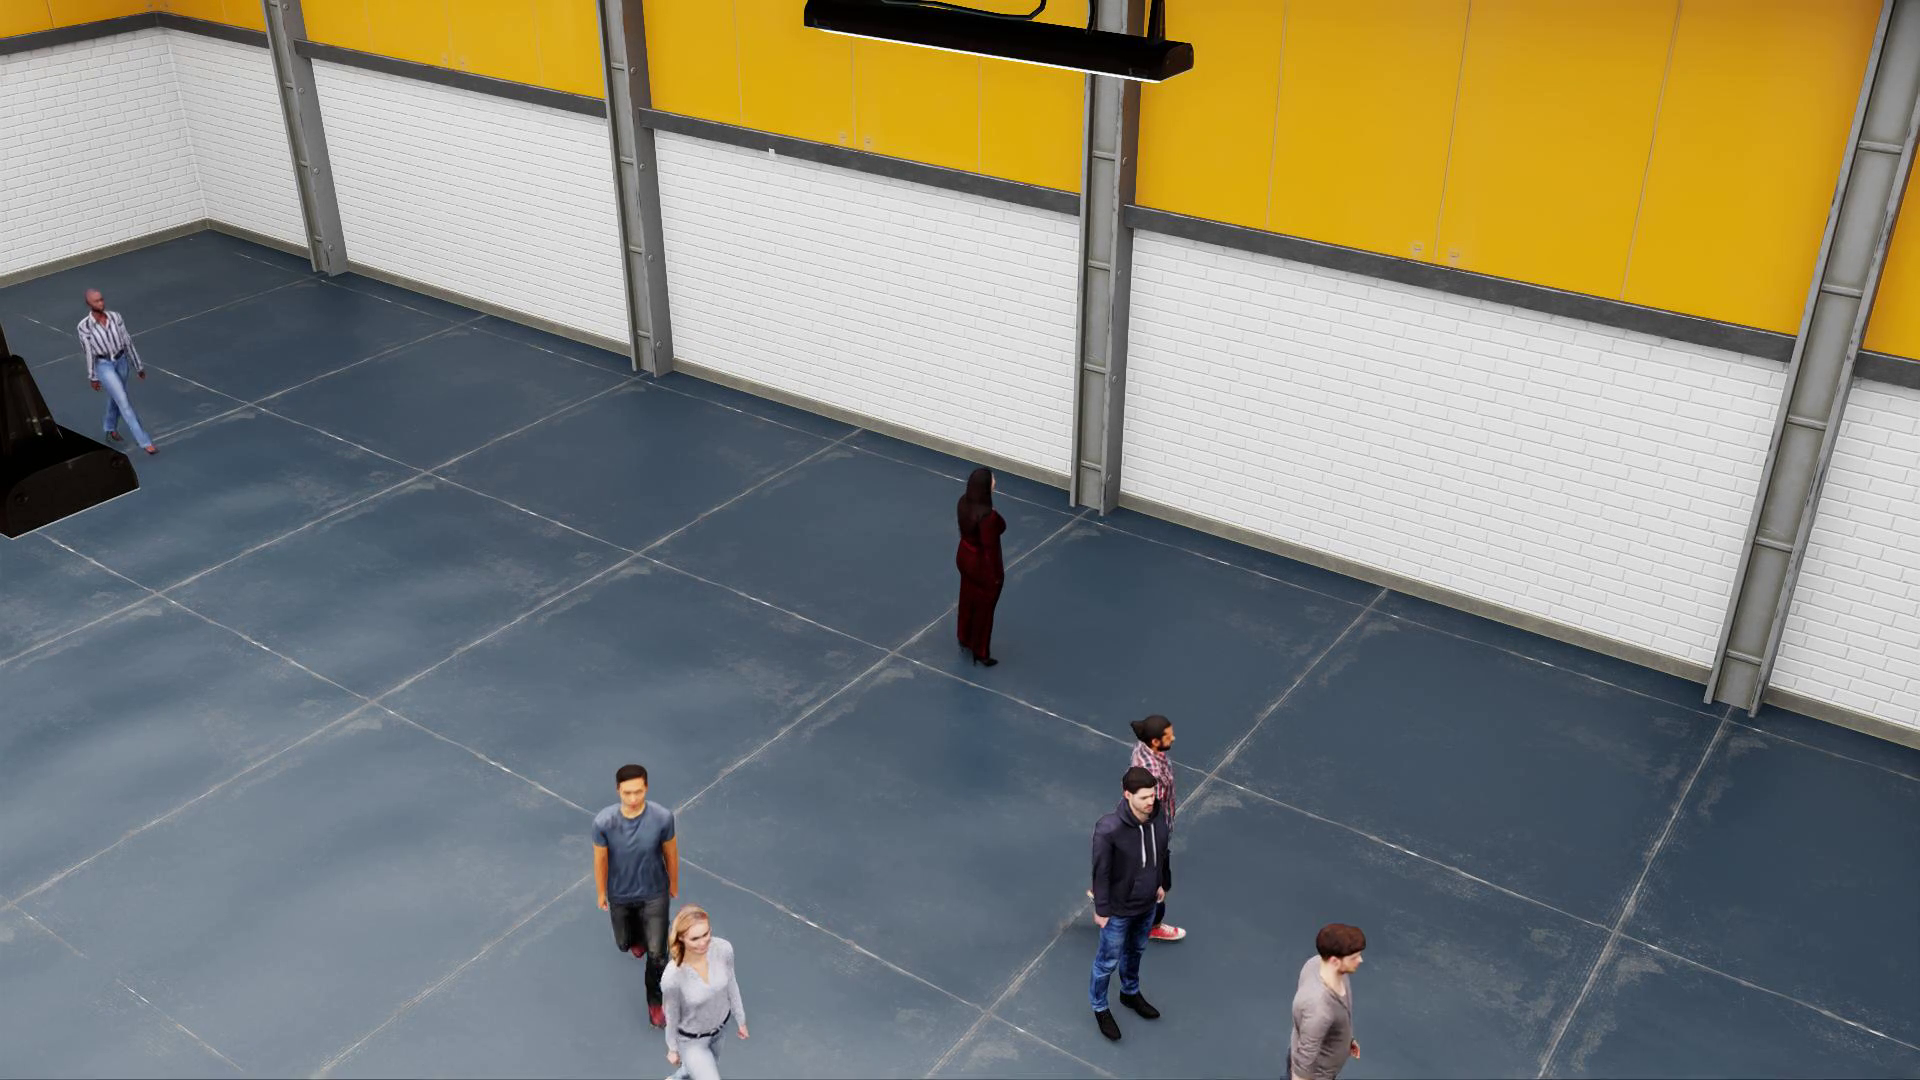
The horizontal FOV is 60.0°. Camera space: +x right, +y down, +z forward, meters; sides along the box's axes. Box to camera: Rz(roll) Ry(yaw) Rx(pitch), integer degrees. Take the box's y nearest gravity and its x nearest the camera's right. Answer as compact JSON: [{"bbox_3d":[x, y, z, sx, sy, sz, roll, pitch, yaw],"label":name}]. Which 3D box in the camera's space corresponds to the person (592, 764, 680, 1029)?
[{"bbox_3d":[-1.966,2.074,10.127,1.031,1.789,1.076,-4,29,-8],"label":"person"}]

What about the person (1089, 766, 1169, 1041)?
[{"bbox_3d":[1.001,2.121,9.931,0.742,1.894,0.696,-19,34,-30],"label":"person"}]

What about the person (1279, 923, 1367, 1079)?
[{"bbox_3d":[1.774,2.763,8.791,1.309,1.858,0.981,7,29,13],"label":"person"}]

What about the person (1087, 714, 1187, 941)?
[{"bbox_3d":[1.143,1.841,10.596,1.051,1.749,0.964,0,29,0],"label":"person"}]

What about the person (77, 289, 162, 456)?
[{"bbox_3d":[-8.792,-1.737,17.167,1.194,1.738,0.721,16,32,27],"label":"person"}]

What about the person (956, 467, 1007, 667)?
[{"bbox_3d":[0.149,0.208,13.582,0.826,1.756,0.710,-14,32,-24],"label":"person"}]

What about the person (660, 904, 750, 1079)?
[{"bbox_3d":[-1.440,2.666,9.071,0.802,1.760,1.209,-23,36,-36],"label":"person"}]
